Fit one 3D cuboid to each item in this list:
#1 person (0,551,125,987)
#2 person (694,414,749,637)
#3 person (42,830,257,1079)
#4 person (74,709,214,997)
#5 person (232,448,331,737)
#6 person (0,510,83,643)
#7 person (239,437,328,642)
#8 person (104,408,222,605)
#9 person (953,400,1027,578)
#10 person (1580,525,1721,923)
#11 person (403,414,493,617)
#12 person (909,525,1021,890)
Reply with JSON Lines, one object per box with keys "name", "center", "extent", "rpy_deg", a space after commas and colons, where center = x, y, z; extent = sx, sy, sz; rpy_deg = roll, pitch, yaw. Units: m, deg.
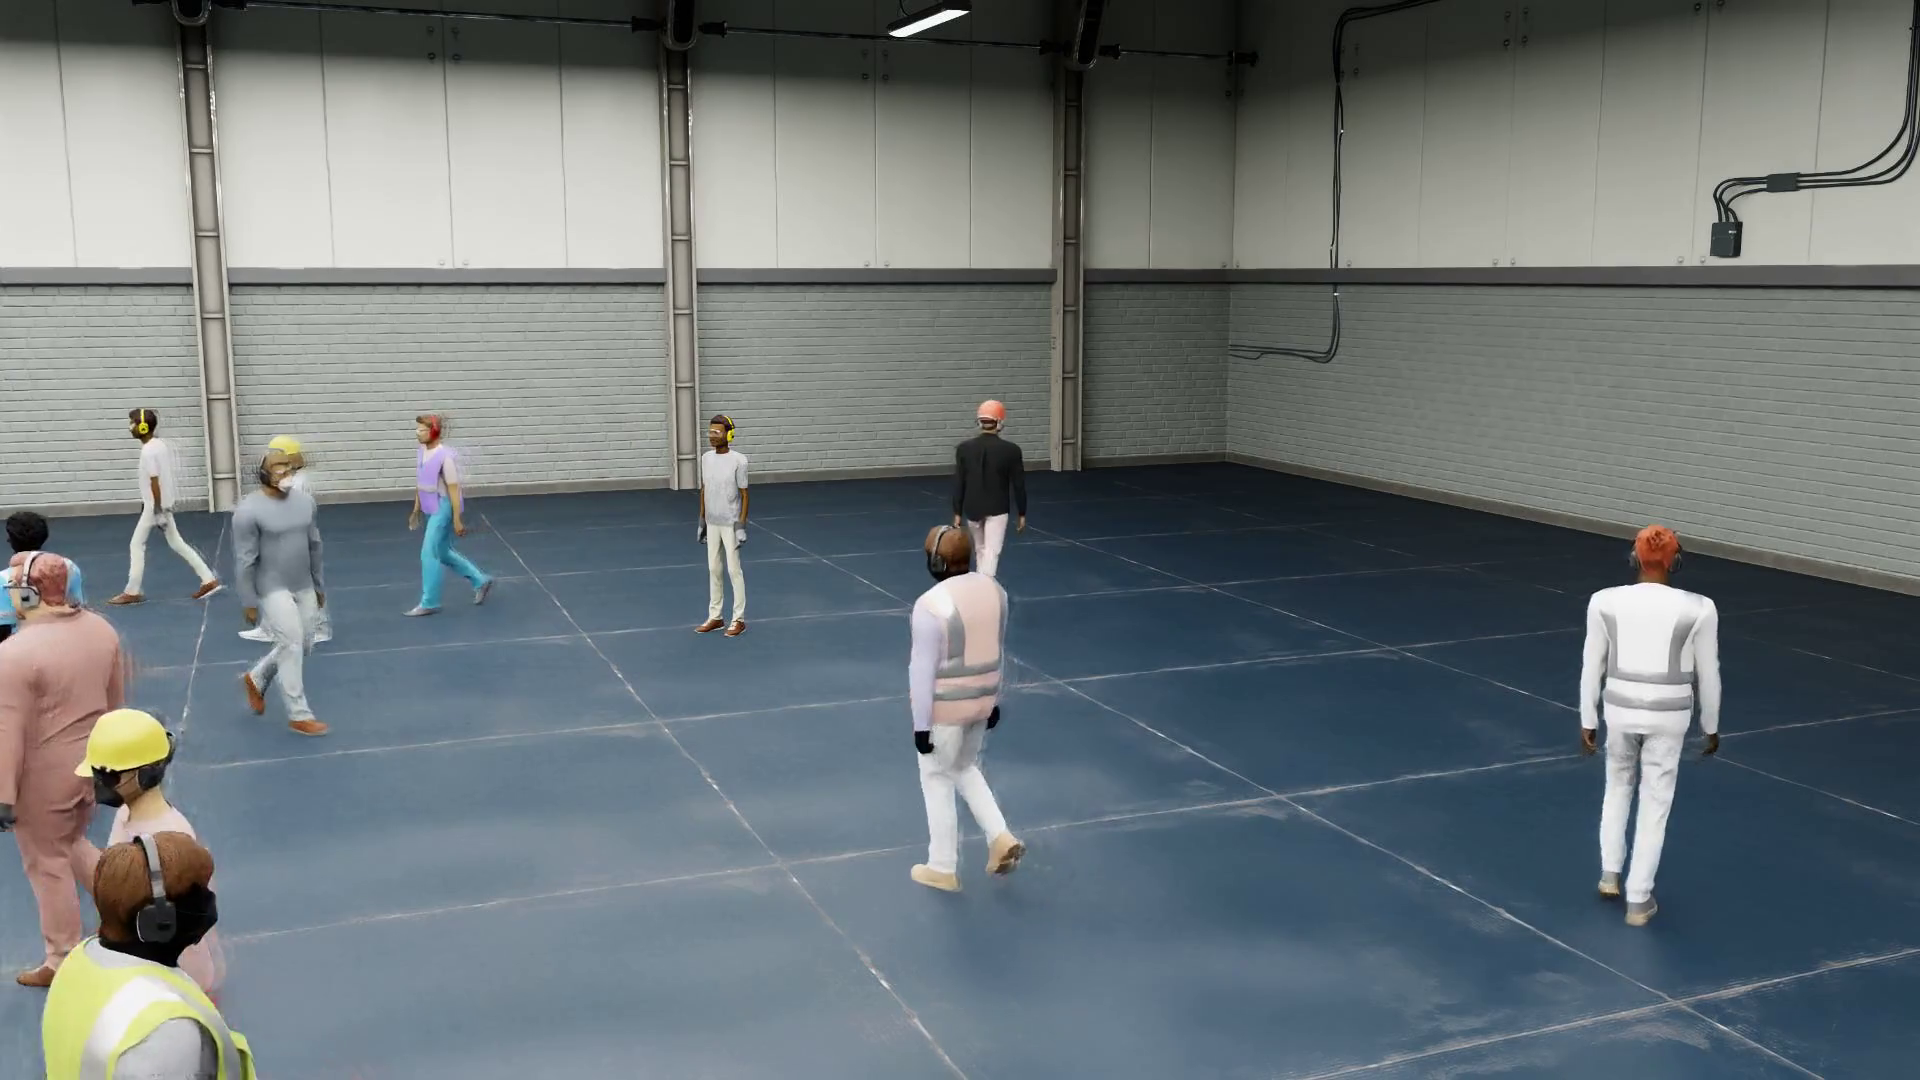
{"name": "person", "center": [-3.809, 0.980, 7.030], "extent": [0.478, 1.891, 0.650], "rpy_deg": [1, 9, 6]}
{"name": "person", "center": [-2.011, -0.125, 14.025], "extent": [0.513, 1.877, 0.328], "rpy_deg": [5, 10, 30]}
{"name": "person", "center": [-1.712, 1.528, 3.852], "extent": [0.901, 1.802, 0.654], "rpy_deg": [-9, 12, -43]}
{"name": "person", "center": [-2.410, 1.354, 5.148], "extent": [0.571, 1.750, 0.523], "rpy_deg": [-8, 12, -41]}
{"name": "person", "center": [-4.536, 0.333, 11.029], "extent": [0.798, 1.914, 0.636], "rpy_deg": [4, 10, 24]}
{"name": "person", "center": [-5.302, 0.663, 9.642], "extent": [0.543, 1.685, 0.546], "rpy_deg": [5, 10, 29]}
{"name": "person", "center": [-5.551, 0.019, 13.572], "extent": [0.711, 1.714, 0.510], "rpy_deg": [-6, 11, -32]}
{"name": "person", "center": [-7.403, -0.318, 15.413], "extent": [0.971, 1.827, 0.532], "rpy_deg": [-2, 9, -10]}
{"name": "person", "center": [0.250, -0.261, 14.685], "extent": [0.636, 1.949, 1.022], "rpy_deg": [3, 10, 19]}
{"name": "person", "center": [3.285, 0.852, 7.907], "extent": [0.592, 1.867, 0.611], "rpy_deg": [6, 11, 35]}
{"name": "person", "center": [-4.628, -0.241, 14.952], "extent": [0.813, 1.819, 0.566], "rpy_deg": [-6, 11, -35]}
{"name": "person", "center": [-0.003, 0.832, 8.164], "extent": [0.502, 1.825, 0.643], "rpy_deg": [8, 12, 41]}
